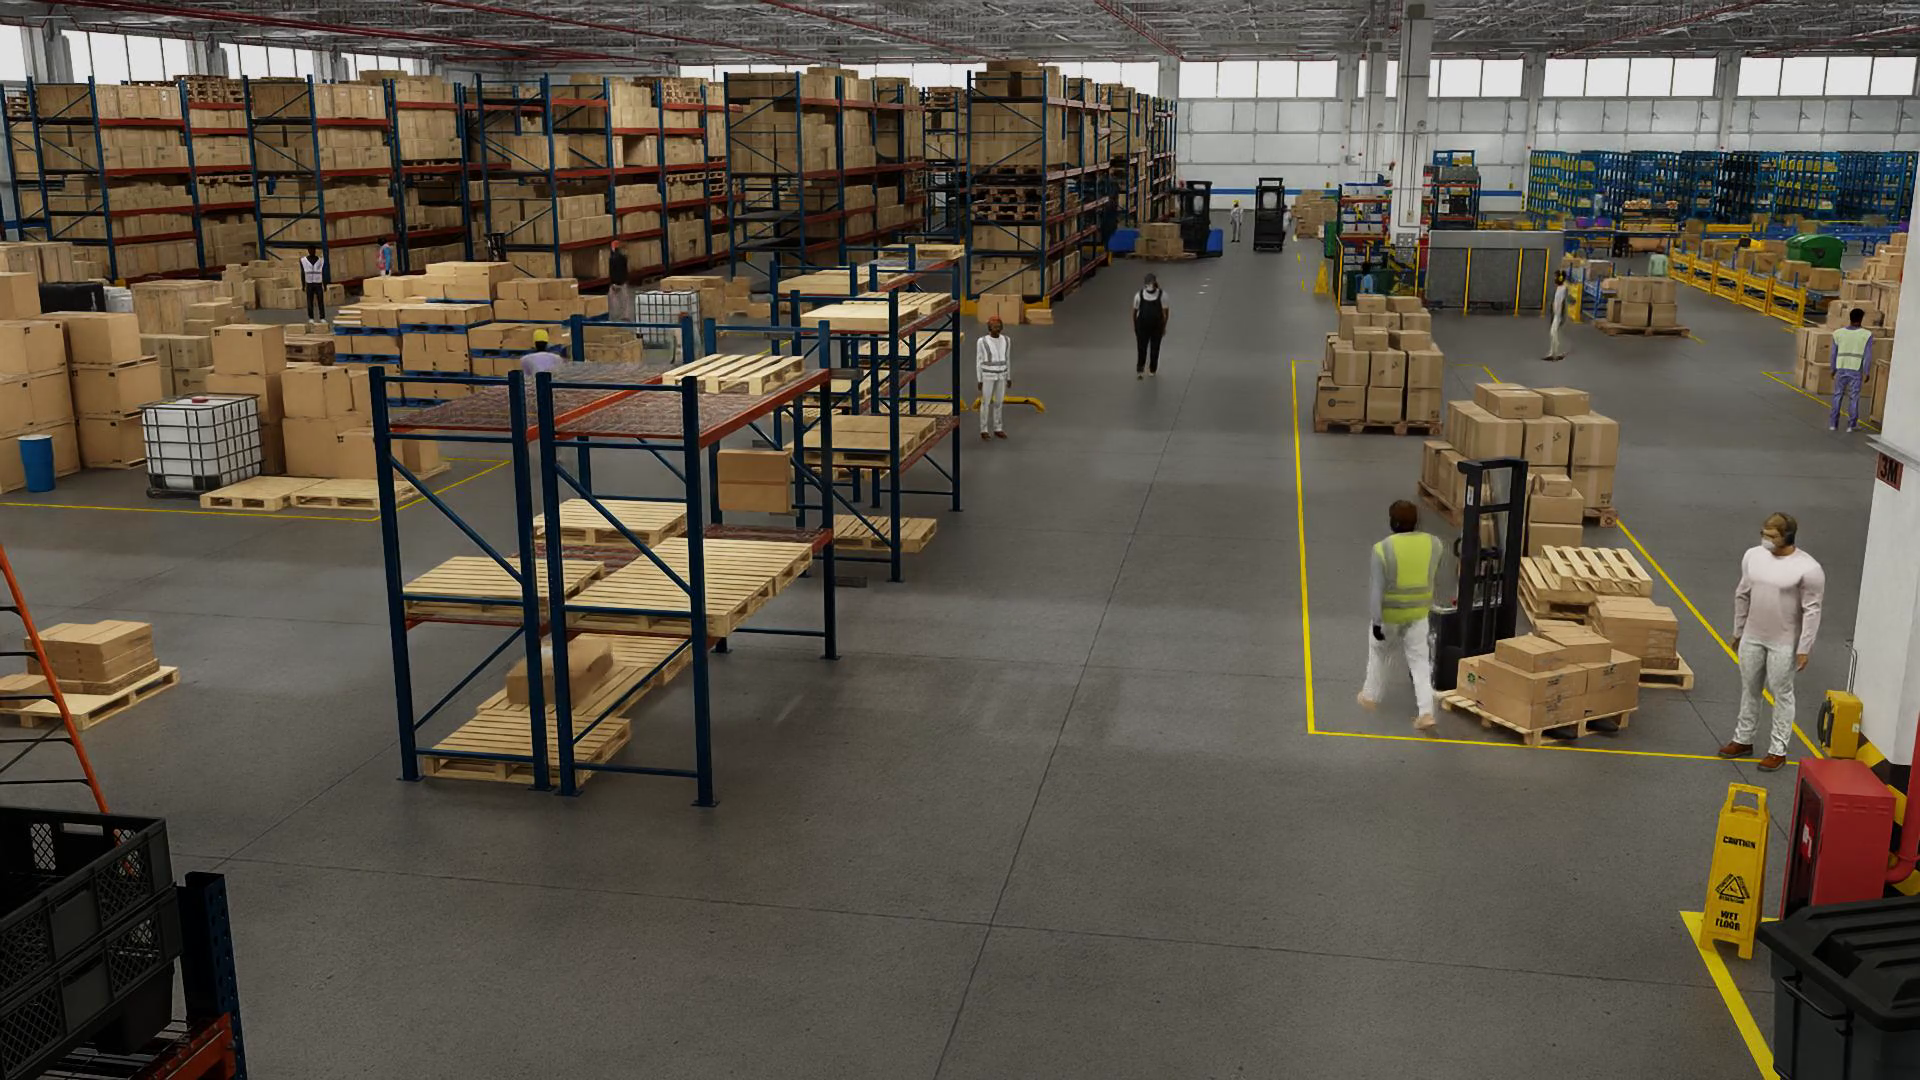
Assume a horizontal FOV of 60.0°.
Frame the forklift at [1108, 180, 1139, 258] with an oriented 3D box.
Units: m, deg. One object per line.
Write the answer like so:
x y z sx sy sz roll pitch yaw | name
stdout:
5.624 -11.740 60.869 1.873 2.768 1.129 2 14 9 | forklift

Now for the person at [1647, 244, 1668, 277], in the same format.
18.820 -7.177 44.940 0.520 1.617 0.371 1 14 3 | person

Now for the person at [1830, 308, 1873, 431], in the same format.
13.886 -2.653 25.953 0.593 1.920 0.391 13 19 42 | person

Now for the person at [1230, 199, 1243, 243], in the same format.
11.573 -13.373 69.708 0.421 1.816 0.587 -13 19 -41 | person

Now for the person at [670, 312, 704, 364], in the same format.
-4.628 -3.090 28.387 0.535 1.602 0.830 5 15 19 | person

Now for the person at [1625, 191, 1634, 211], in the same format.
32.431 -16.060 80.564 0.404 1.833 0.588 -7 15 -26 | person

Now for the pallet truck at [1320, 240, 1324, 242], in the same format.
15.874 -13.227 70.310 0.680 1.201 1.601 10 17 35 | pallet truck

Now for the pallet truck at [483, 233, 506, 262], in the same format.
-11.832 -7.026 43.548 1.885 1.965 0.823 8 16 28 | pallet truck

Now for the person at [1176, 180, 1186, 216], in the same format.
12.126 -18.640 90.784 0.507 1.966 0.720 12 18 39 | person

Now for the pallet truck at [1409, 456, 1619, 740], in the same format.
4.504 0.400 13.395 0.823 1.965 1.885 -6 15 -23 | pallet truck

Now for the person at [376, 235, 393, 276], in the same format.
-15.709 -7.404 45.402 0.429 1.841 0.634 -8 16 -29 | person

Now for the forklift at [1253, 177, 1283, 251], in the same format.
12.083 -12.747 64.956 1.129 2.768 1.873 3 14 10 | forklift

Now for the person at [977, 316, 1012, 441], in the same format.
0.519 -2.453 25.212 0.584 1.882 0.337 -8 16 -29 | person

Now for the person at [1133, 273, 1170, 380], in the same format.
3.586 -4.037 31.324 0.689 2.000 0.957 2 14 9 | person

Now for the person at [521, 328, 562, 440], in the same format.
-5.860 -2.022 23.437 0.590 1.899 0.796 -9 16 -32 | person

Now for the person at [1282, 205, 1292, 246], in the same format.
13.231 -12.800 67.678 0.543 1.645 0.850 -3 14 -10 | person

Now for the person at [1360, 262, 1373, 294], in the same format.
9.504 -5.612 38.472 0.788 1.657 0.528 2 14 6 | person

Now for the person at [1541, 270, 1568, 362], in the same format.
12.100 -4.538 33.732 0.401 1.860 0.577 2 14 7 | person

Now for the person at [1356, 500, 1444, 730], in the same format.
3.501 0.576 13.103 0.623 1.803 0.946 -2 14 -9 | person

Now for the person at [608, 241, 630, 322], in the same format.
-8.435 -6.345 40.819 0.811 1.968 0.609 11 18 38 | person

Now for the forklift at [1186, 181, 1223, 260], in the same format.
8.674 -11.674 60.600 1.873 2.768 1.129 -13 19 -43 | forklift

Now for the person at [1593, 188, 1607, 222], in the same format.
30.863 -16.024 80.277 0.837 1.893 0.633 0 14 0 | person

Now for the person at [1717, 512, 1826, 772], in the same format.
5.945 0.734 12.176 0.366 1.931 0.630 -8 16 -29 | person

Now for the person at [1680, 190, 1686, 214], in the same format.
35.155 -16.196 81.157 0.848 1.817 0.577 6 15 22 | person

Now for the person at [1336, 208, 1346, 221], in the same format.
14.413 -11.699 63.008 0.561 1.752 0.536 -11 18 -38 | person

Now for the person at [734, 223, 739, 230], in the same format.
-8.356 -11.246 61.348 0.567 1.674 0.545 2 14 8 | person

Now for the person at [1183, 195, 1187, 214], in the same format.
11.906 -17.562 86.849 0.538 1.748 0.538 2 14 10 | person

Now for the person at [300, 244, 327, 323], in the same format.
-15.744 -6.243 40.554 0.587 1.911 0.397 -7 15 -25 | person
